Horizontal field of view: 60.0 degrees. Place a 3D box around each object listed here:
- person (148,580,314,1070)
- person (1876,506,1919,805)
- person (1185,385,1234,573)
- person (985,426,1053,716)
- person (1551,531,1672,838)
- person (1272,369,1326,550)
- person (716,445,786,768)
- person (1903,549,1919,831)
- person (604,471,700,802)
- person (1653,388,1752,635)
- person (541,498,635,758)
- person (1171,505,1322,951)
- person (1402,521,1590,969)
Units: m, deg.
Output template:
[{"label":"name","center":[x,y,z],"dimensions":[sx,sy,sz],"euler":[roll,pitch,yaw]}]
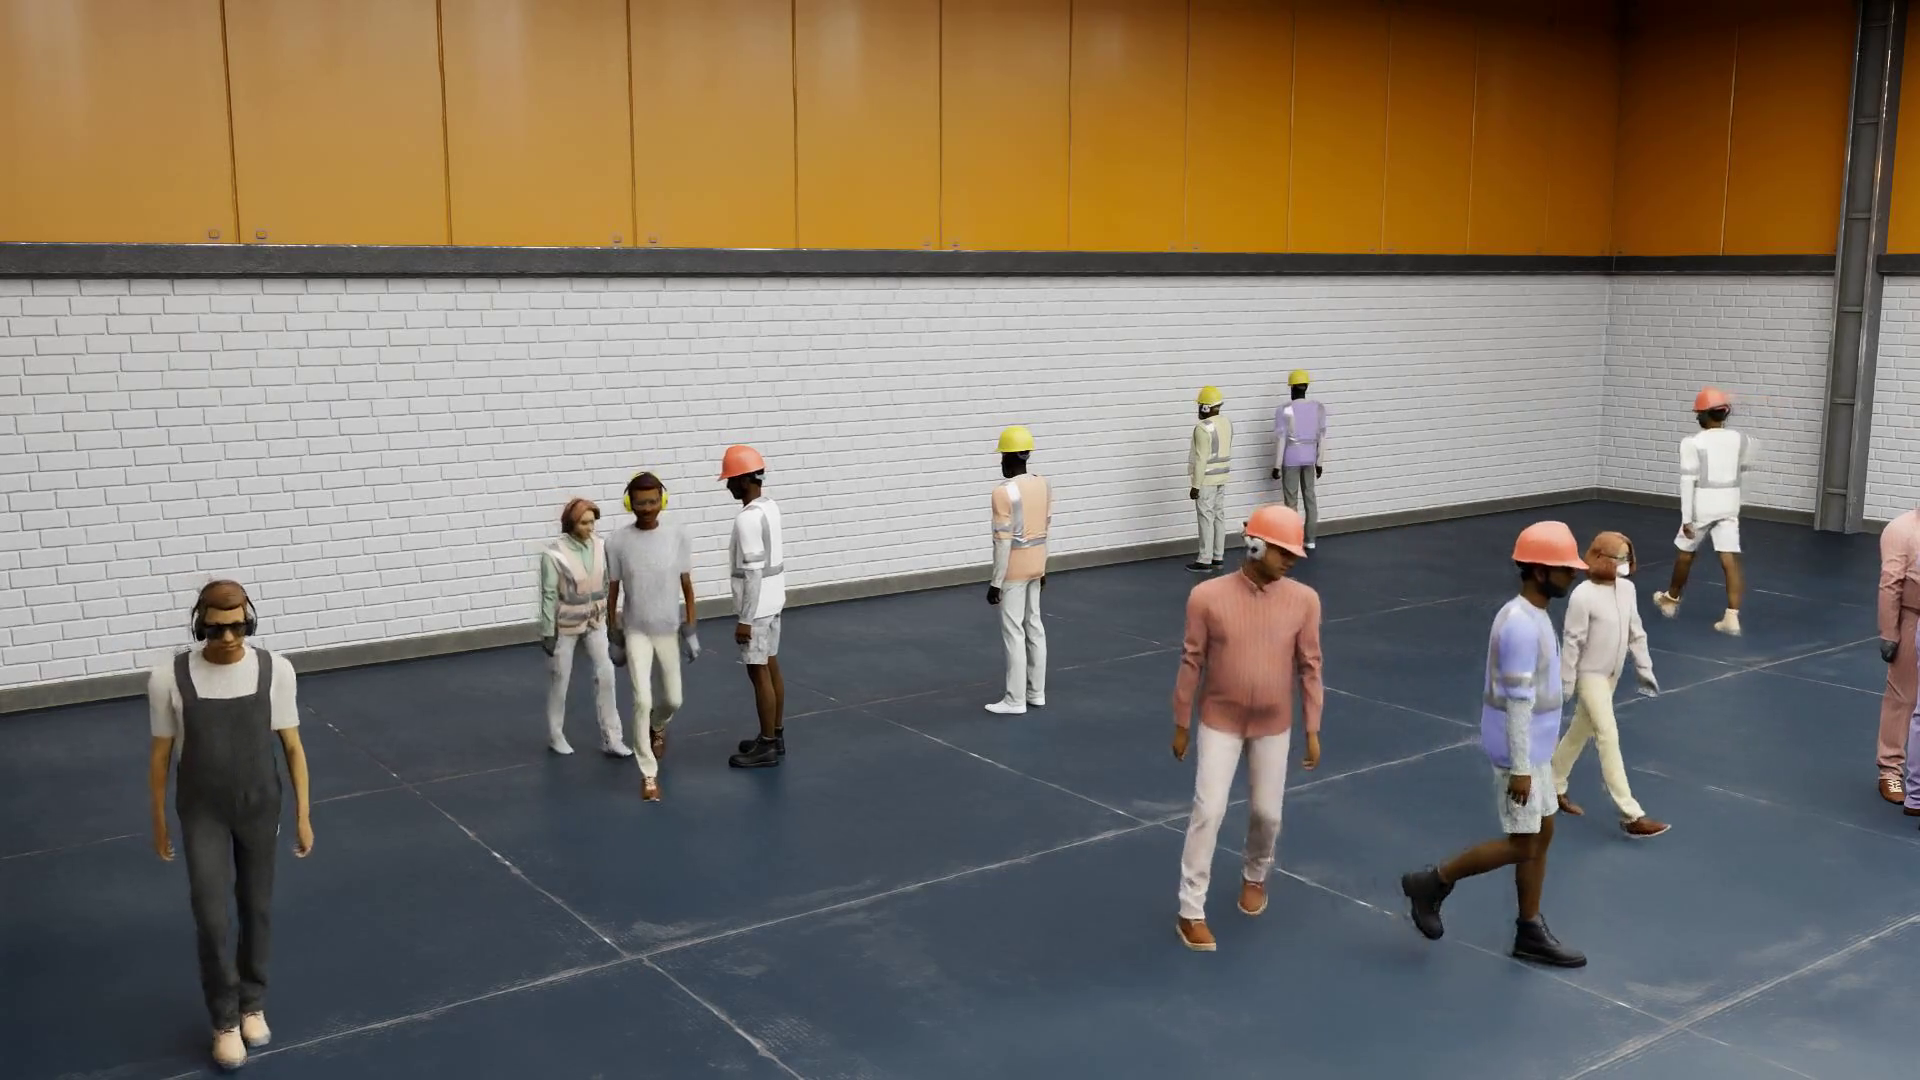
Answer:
[{"label":"person","center":[-2.690,1.047,6.185],"dimensions":[0.528,1.821,0.619],"euler":[-6,11,-32]},{"label":"person","center":[5.416,0.517,9.209],"dimensions":[0.638,1.909,0.408],"euler":[0,9,-2]},{"label":"person","center":[2.433,-0.599,16.311],"dimensions":[0.404,1.837,0.590],"euler":[7,11,36]},{"label":"person","center":[0.375,0.204,11.078],"dimensions":[0.372,1.925,0.596],"euler":[7,11,36]},{"label":"person","center":[3.434,0.747,8.769],"dimensions":[0.503,1.588,0.849],"euler":[-7,12,-37]},{"label":"person","center":[3.555,-0.840,17.522],"dimensions":[0.594,1.921,0.386],"euler":[-3,10,-19]},{"label":"person","center":[-1.241,0.393,9.901],"dimensions":[0.389,1.929,0.547],"euler":[1,9,9]},{"label":"person","center":[5.242,0.593,8.738],"dimensions":[0.407,1.909,0.639],"euler":[3,10,18]},{"label":"person","center":[-1.758,0.508,9.458],"dimensions":[0.517,1.842,0.694],"euler":[-3,10,-19]},{"label":"person","center":[6.187,-0.257,13.746],"dimensions":[0.630,1.983,1.067],"euler":[-1,9,-3]},{"label":"person","center":[-2.272,0.541,10.011],"dimensions":[0.716,1.597,0.532],"euler":[9,13,43]},{"label":"person","center":[1.261,0.792,7.424],"dimensions":[0.658,1.946,0.658],"euler":[-1,9,-4]},{"label":"person","center":[2.315,0.861,7.045],"dimensions":[0.674,1.920,0.565],"euler":[5,10,27]}]
